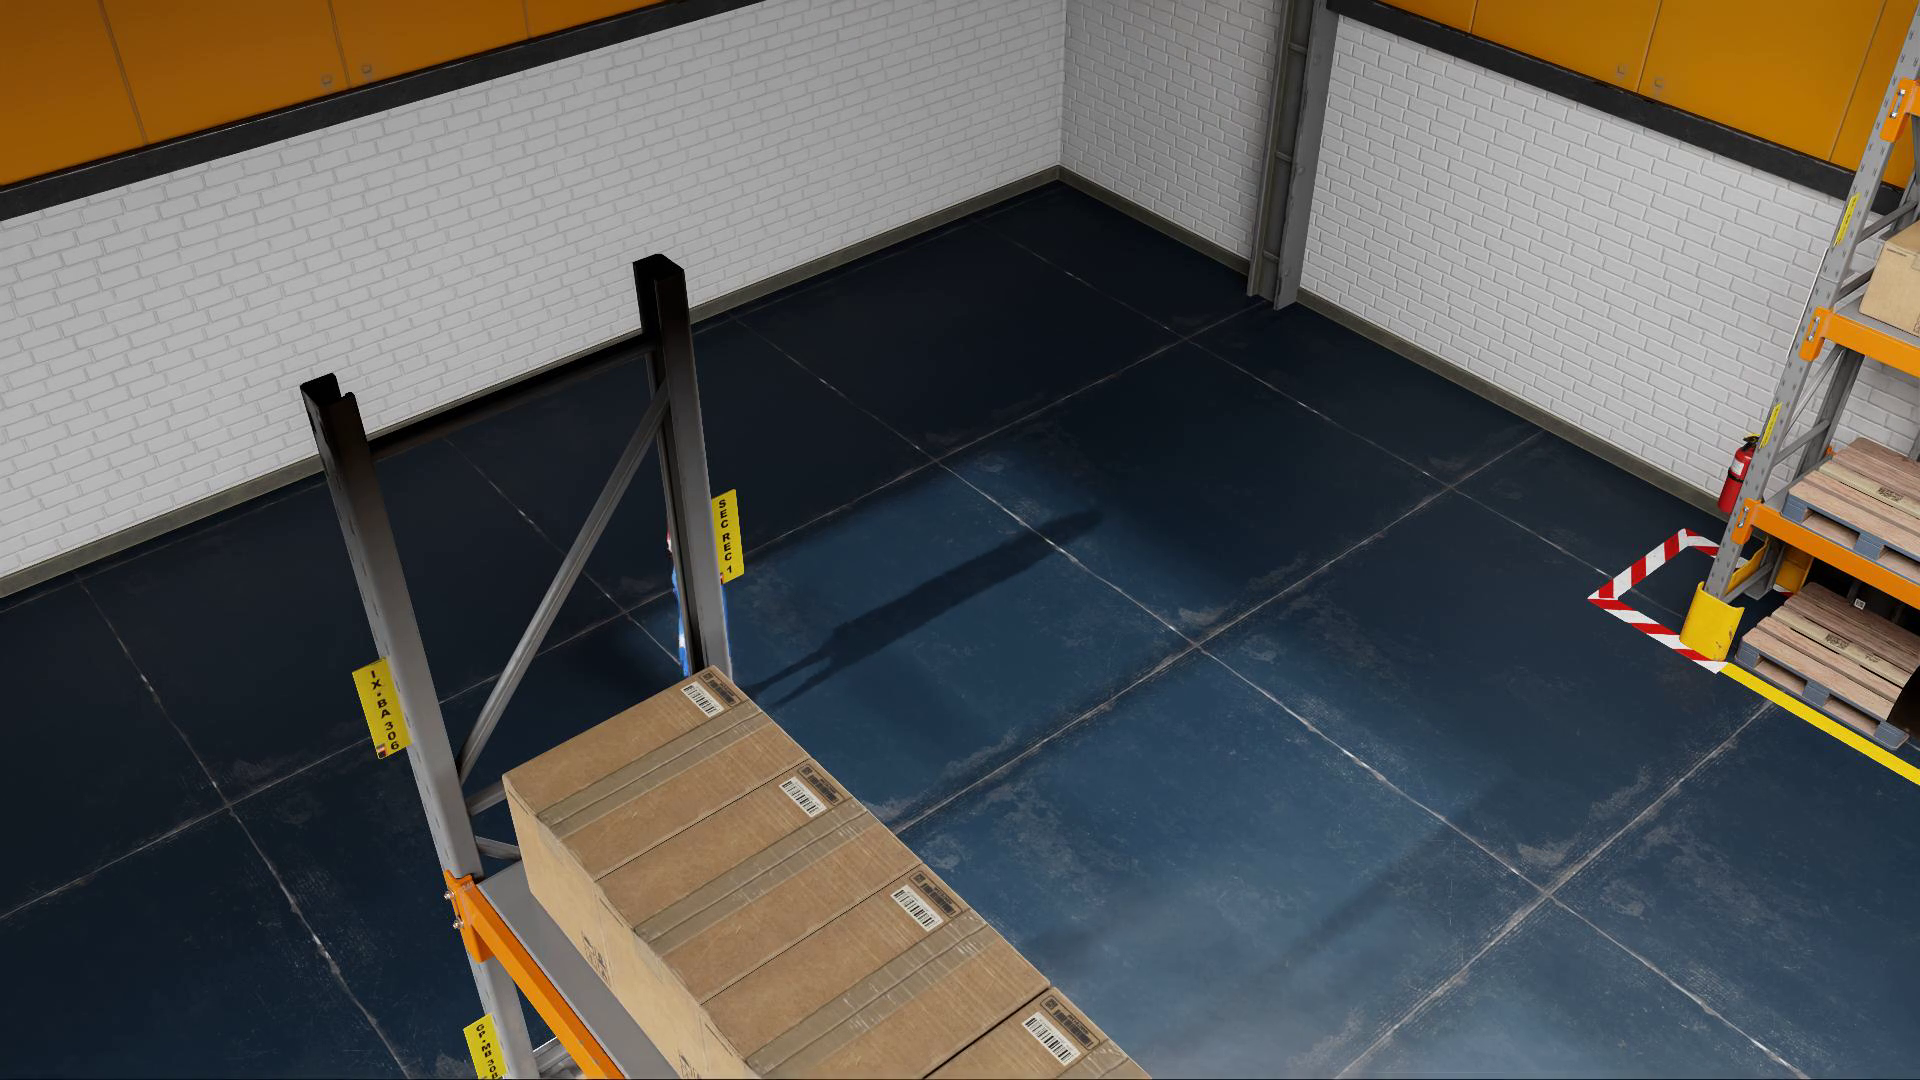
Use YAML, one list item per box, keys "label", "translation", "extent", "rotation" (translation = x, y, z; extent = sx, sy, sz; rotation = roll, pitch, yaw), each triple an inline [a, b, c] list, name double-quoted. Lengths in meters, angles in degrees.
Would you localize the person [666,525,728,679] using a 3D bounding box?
- label: "person"
  translation: [-1.687, 0.499, 11.009]
  extent: [0.839, 1.808, 0.807]
  rotation: [17, 42, 20]
